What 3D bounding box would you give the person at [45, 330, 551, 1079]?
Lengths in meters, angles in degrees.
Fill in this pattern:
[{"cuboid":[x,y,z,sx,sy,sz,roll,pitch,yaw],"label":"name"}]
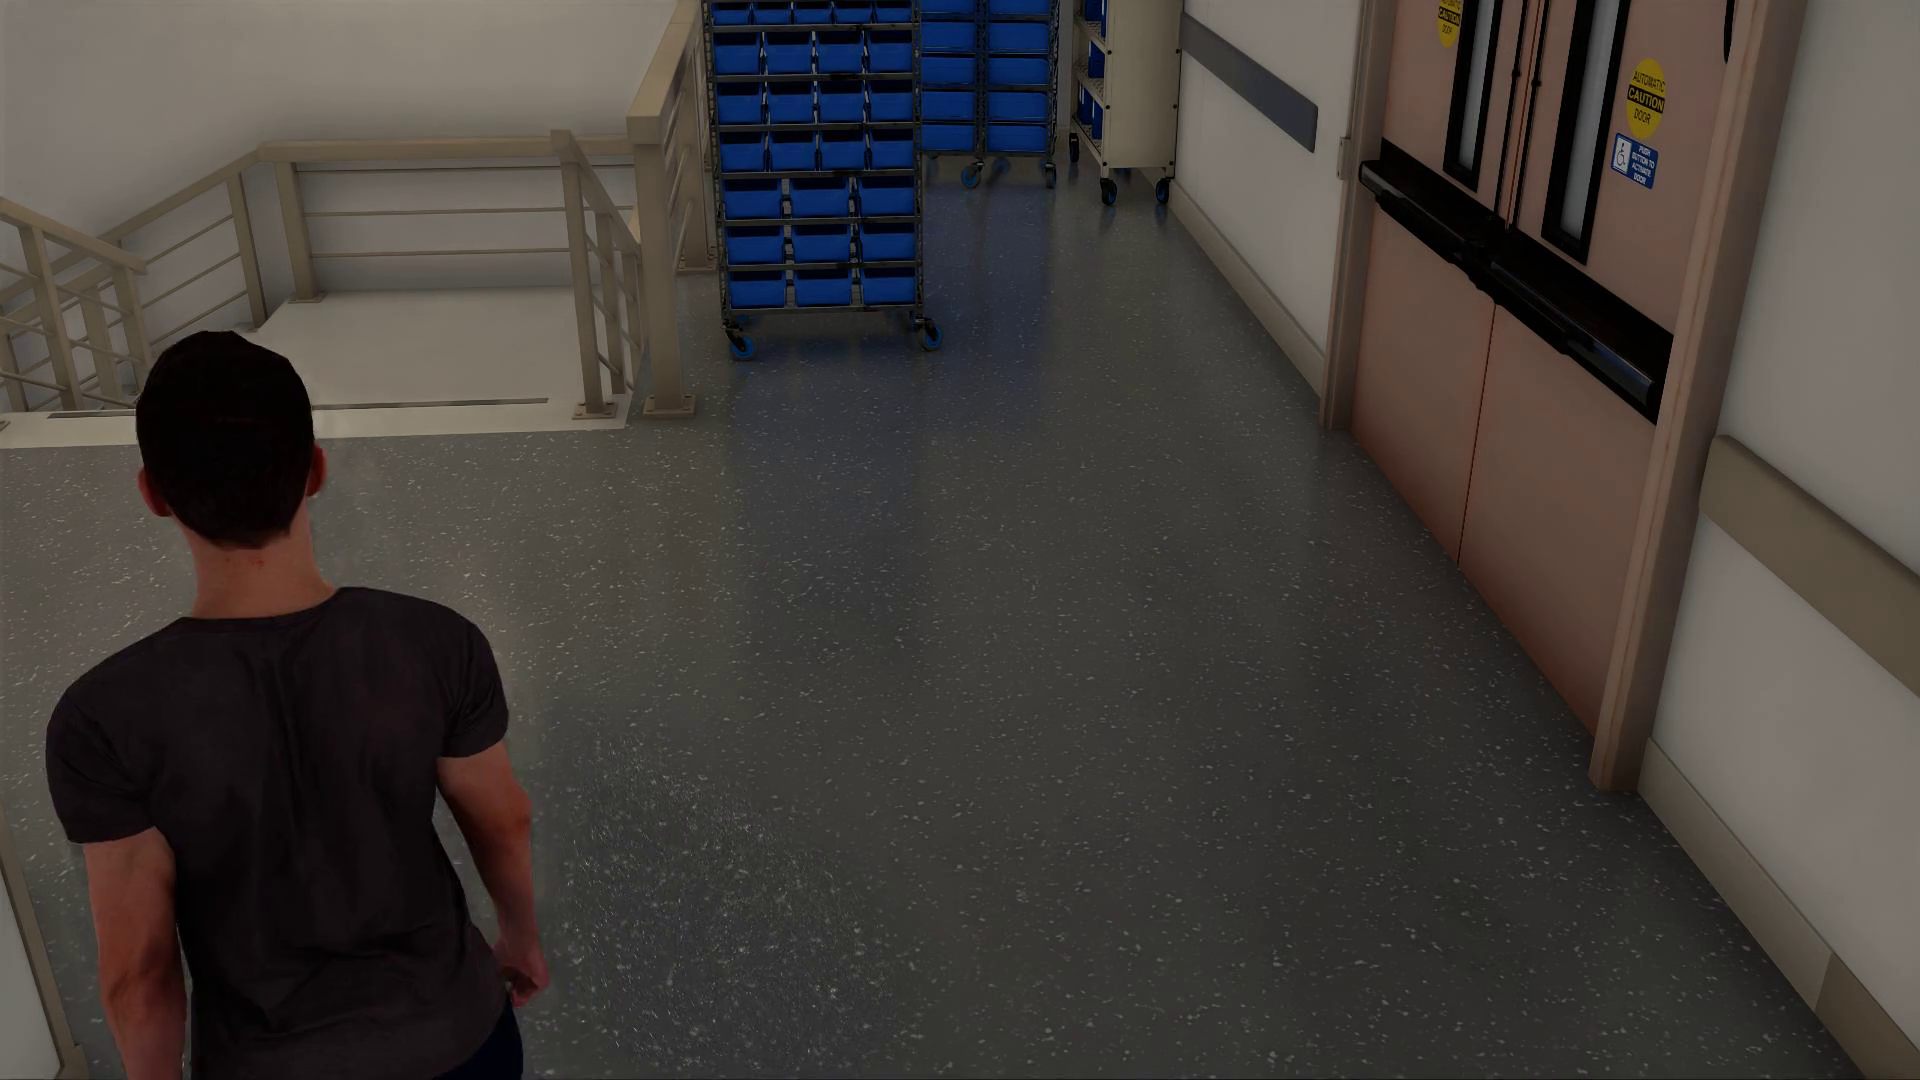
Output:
[{"cuboid":[-0.706,0.698,2.002,0.993,1.806,1.264,-13,29,-25],"label":"person"}]
